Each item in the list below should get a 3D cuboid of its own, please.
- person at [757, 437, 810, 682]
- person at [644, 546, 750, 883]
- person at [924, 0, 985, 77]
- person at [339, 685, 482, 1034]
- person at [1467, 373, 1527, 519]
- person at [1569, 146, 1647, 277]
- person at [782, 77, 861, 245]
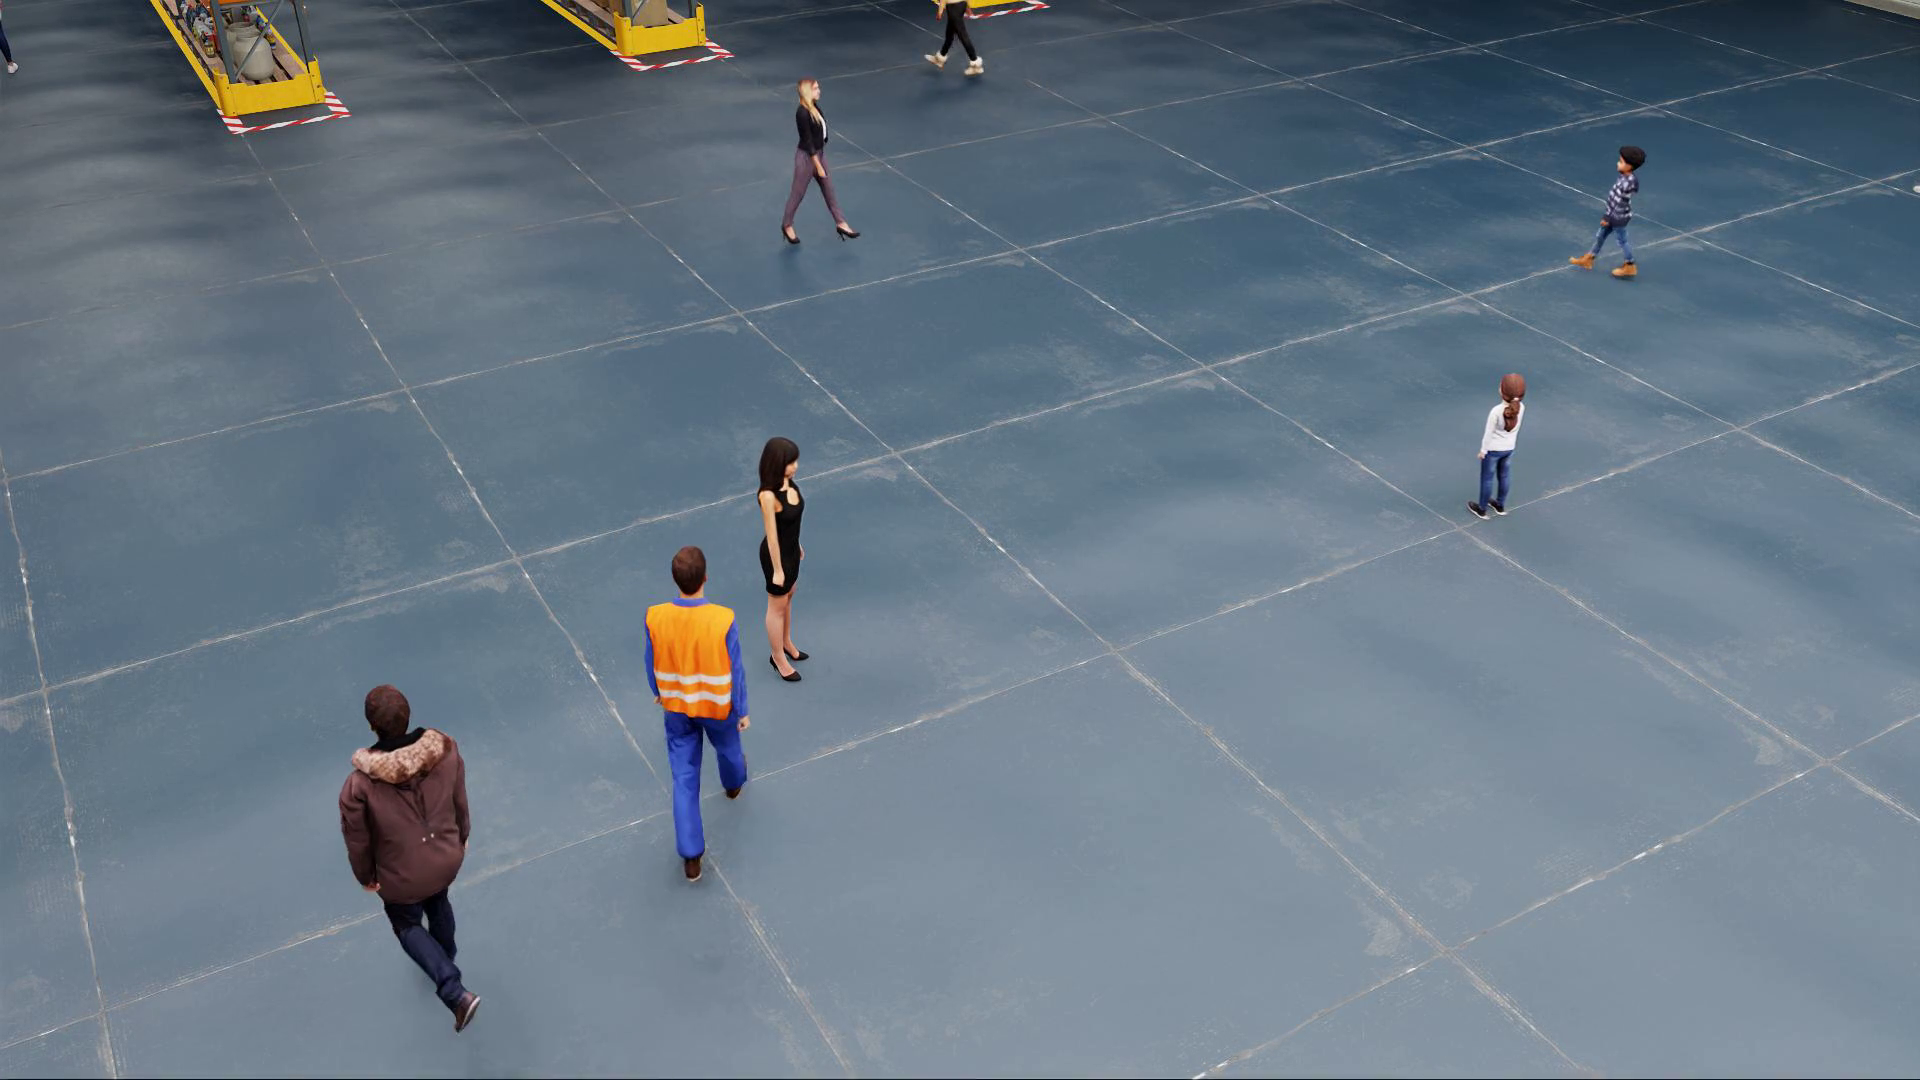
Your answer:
[{"bbox_3d":[-1.095,0.101,10.115,0.682,1.644,0.612,7,33,10],"label":"person"},{"bbox_3d":[-1.373,0.924,8.644,1.100,1.820,1.301,2,32,3],"label":"person"},{"bbox_3d":[0.022,-6.598,20.755,1.224,1.621,0.948,19,37,27],"label":"person"},{"bbox_3d":[-2.474,1.509,7.714,0.883,1.824,1.073,-27,41,-35],"label":"person"},{"bbox_3d":[3.850,-0.679,11.851,0.443,1.112,0.478,-15,35,-22],"label":"person"},{"bbox_3d":[6.180,-3.025,15.463,0.905,1.224,0.804,12,34,18],"label":"person"},{"bbox_3d":[-1.539,-3.613,16.010,1.078,1.636,1.020,8,33,13],"label":"person"}]
